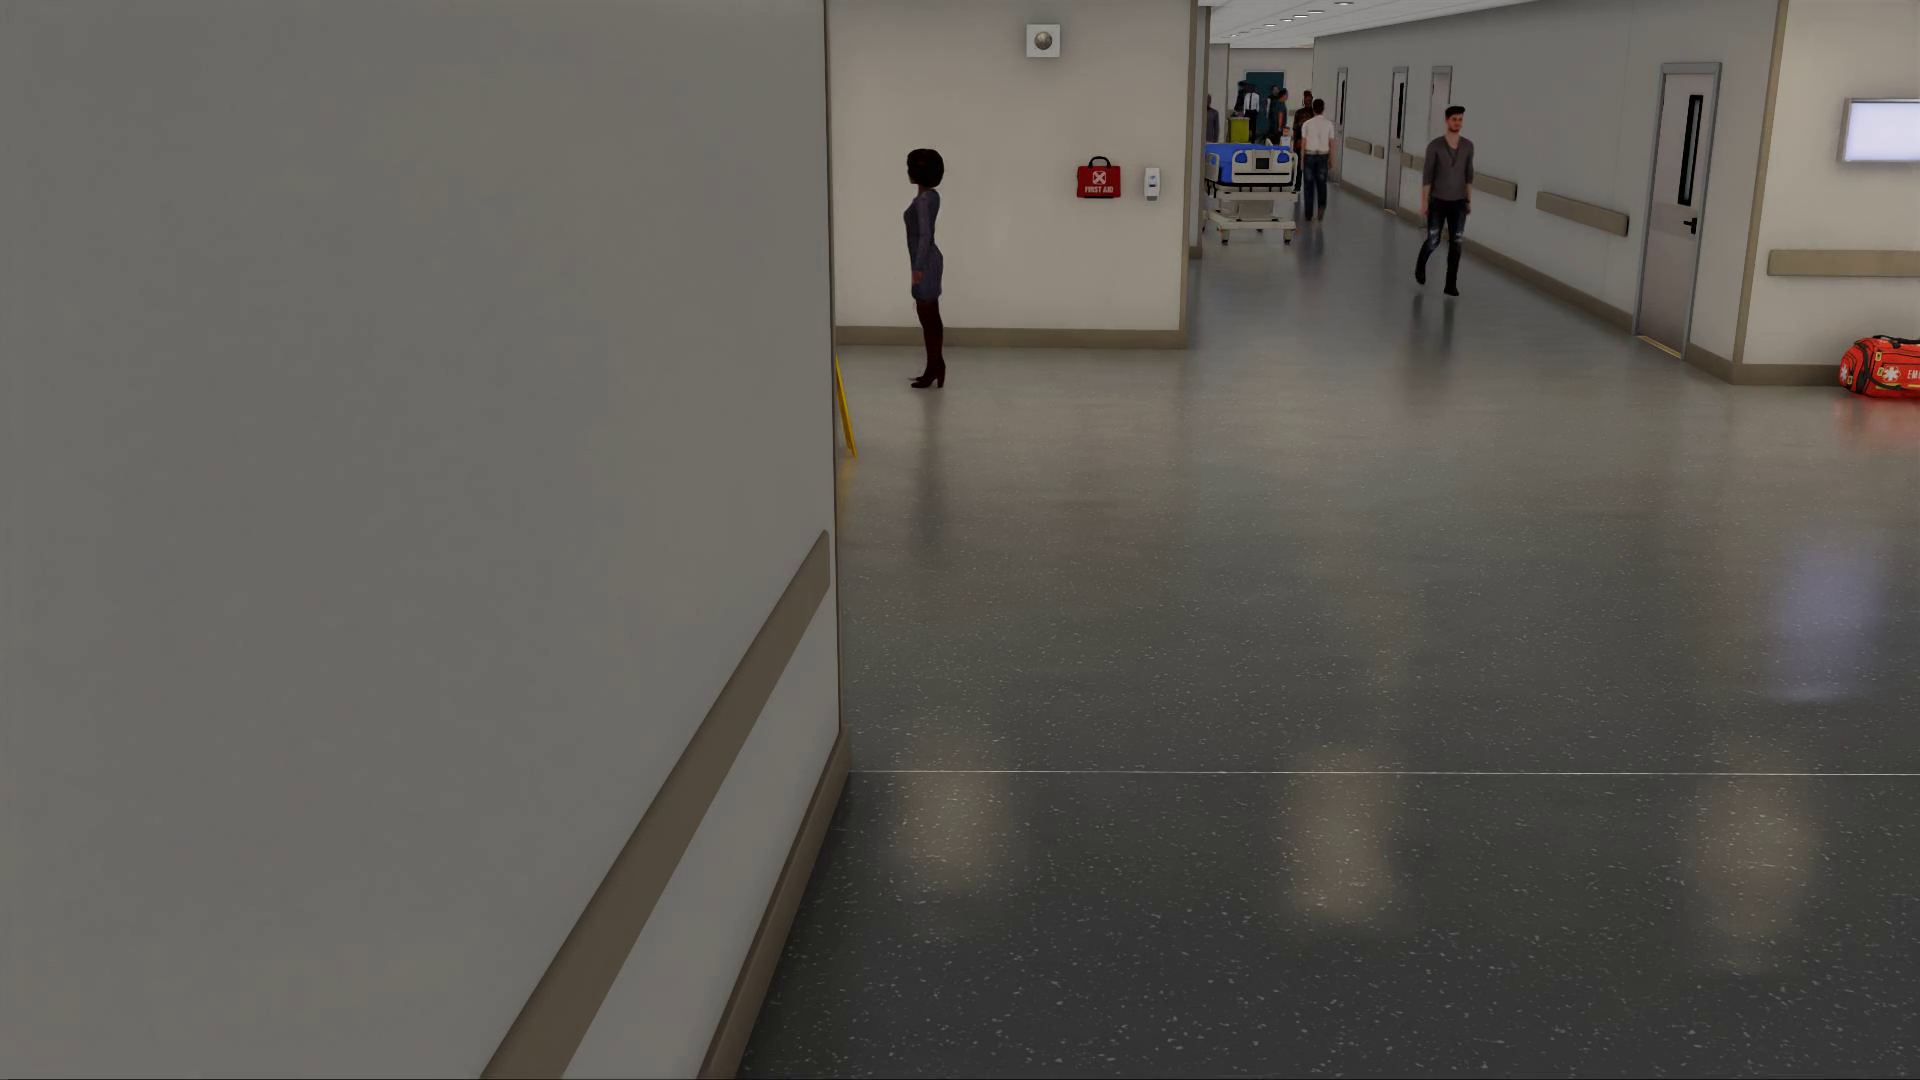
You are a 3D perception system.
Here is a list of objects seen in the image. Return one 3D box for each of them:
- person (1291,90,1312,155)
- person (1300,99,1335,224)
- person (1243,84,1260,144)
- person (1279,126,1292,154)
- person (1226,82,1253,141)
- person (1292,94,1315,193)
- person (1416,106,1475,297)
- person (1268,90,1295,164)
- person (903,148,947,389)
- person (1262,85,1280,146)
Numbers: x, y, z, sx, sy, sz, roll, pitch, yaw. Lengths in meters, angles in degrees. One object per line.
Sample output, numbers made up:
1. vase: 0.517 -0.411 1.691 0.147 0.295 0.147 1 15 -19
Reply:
1. person: 9.120 -10.835 43.485 1.084 1.736 0.731 4 16 15
2. person: 5.377 -5.682 25.057 1.121 1.819 0.731 1 16 5
3. person: 9.359 -13.695 53.449 0.599 1.834 0.771 7 17 23
4. person: 7.540 -9.062 38.518 0.341 1.020 0.480 1 16 5
5. person: 9.309 -14.008 54.474 1.265 1.882 0.901 7 17 22
6. person: 6.572 -7.528 31.550 0.586 1.807 0.753 2 16 7
7. person: 4.985 -3.482 17.142 1.069 1.879 0.837 -1 16 -2
8. person: 7.830 -10.178 41.107 1.155 1.763 0.714 0 16 1
9. person: -0.243 -1.972 12.097 0.515 1.710 0.598 2 16 8
10. person: 9.709 -13.237 51.832 1.056 1.826 0.963 15 22 43
